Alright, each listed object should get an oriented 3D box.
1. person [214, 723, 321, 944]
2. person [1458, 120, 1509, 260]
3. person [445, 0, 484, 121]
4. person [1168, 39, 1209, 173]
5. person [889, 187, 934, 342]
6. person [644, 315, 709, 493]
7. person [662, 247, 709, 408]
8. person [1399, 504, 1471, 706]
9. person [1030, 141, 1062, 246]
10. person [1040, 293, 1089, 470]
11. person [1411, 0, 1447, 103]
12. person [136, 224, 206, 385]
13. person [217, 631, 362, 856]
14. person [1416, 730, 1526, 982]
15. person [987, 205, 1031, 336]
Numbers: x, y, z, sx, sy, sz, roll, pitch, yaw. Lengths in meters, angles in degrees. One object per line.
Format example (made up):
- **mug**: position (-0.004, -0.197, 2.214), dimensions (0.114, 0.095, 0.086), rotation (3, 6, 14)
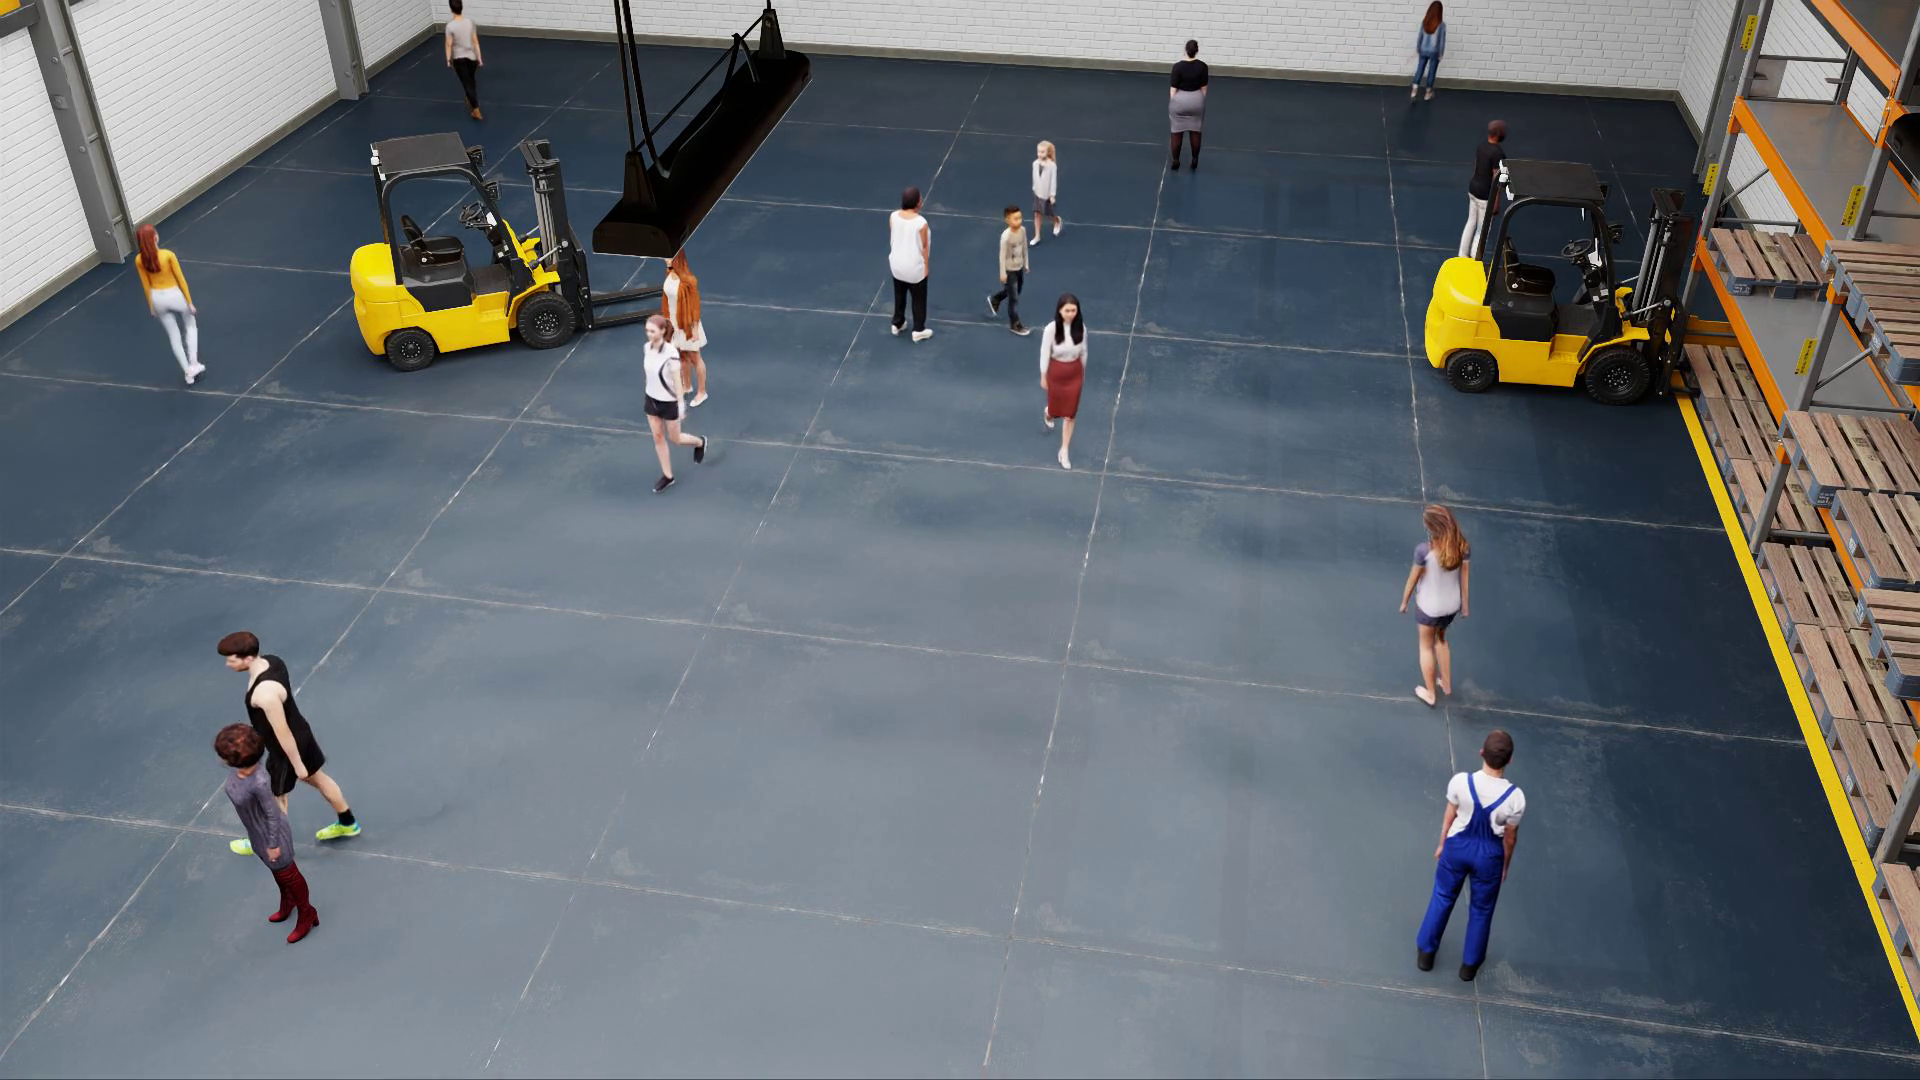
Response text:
- **person**: position (-4.429, 1.855, 10.642), dimensions (0.689, 1.712, 0.656), rotation (-26, 42, -34)
- **person**: position (6.110, -4.020, 19.397), dimensions (0.810, 1.805, 0.681), rotation (-9, 35, -13)
- **person**: position (-7.043, -6.853, 23.757), dimensions (1.041, 1.696, 1.078), rotation (-23, 40, -31)
- **person**: position (3.023, -5.757, 22.051), dimensions (0.716, 1.759, 0.690), rotation (-1, 34, -2)
- **person**: position (-0.535, -2.995, 17.968), dimensions (0.765, 1.679, 0.784), rotation (24, 40, 31)
- **person**: position (-2.672, -1.298, 15.364), dimensions (0.781, 1.735, 0.989), rotation (19, 38, 26)
- **person**: position (-2.762, -2.188, 16.715), dimensions (0.707, 1.722, 0.726), rotation (25, 41, 33)
- **person**: position (3.673, 0.534, 12.650), dimensions (0.740, 1.688, 0.775), rotation (-3, 34, -4)
- **person**: position (1.064, -4.228, 20.202), dimensions (0.673, 1.260, 0.827), rotation (20, 39, 28)
- **person**: position (0.964, -1.537, 15.724), dimensions (0.826, 1.735, 0.995), rotation (-8, 34, -12)
- **person**: position (6.873, -7.170, 24.430), dimensions (0.765, 1.478, 0.881), rotation (23, 40, 30)
- **person**: position (-8.078, -2.373, 16.975), dimensions (0.699, 1.743, 0.709), rotation (-6, 34, -10)
- **person**: position (-4.481, 1.356, 11.275), dimensions (1.038, 1.842, 1.129), rotation (-9, 35, -13)
- **person**: position (3.189, 1.967, 10.356), dimensions (0.679, 1.842, 0.673), rotation (15, 36, 21)
- **person**: position (0.518, -2.972, 18.141), dimensions (0.866, 1.448, 0.901), rotation (24, 40, 31)
